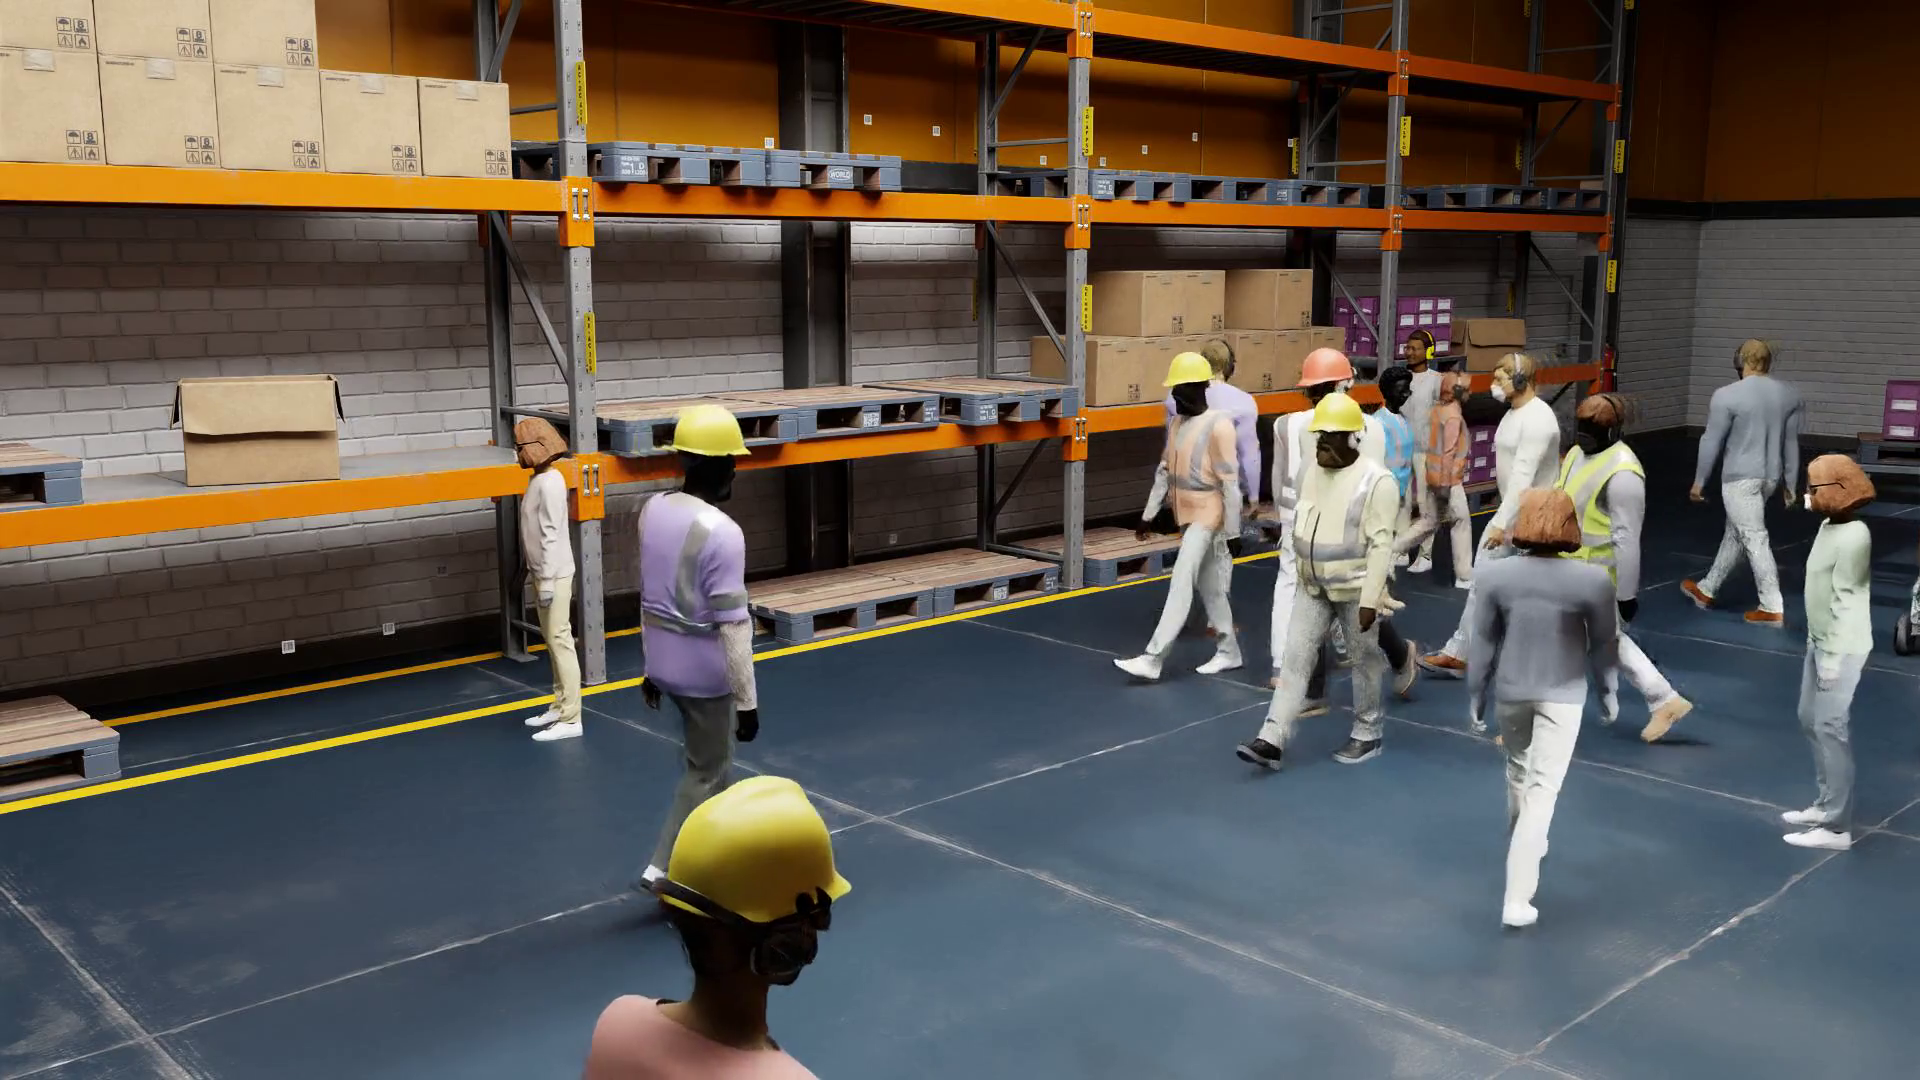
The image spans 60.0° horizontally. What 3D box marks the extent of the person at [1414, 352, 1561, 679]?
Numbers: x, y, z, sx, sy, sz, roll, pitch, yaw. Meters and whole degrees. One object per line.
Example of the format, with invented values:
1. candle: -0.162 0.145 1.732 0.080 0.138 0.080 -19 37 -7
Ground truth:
1. person: 3.056 -0.101 9.371 0.977 1.890 0.653 0 10 -2

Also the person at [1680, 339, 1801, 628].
1. person: 5.218 -0.393 11.123 0.641 1.876 0.990 -3 10 -20

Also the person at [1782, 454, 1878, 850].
1. person: 3.589 0.463 6.839 0.294 1.623 0.591 3 10 17

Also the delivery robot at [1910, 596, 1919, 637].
1. delivery robot: 6.068 0.391 10.118 0.477 0.478 0.707 9 13 44

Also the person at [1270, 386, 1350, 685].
1. person: 2.059 -0.109 9.582 0.595 1.828 0.995 7 12 37

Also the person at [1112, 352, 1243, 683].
1. person: 1.263 -0.123 9.522 0.939 1.879 0.602 -3 10 -19

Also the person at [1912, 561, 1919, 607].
1. person: 4.904 0.170 7.958 0.746 1.829 0.524 -9 13 -42

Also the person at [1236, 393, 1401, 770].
1. person: 1.699 0.218 7.775 0.890 1.788 0.626 -8 13 -40

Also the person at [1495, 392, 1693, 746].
1. person: 3.173 0.164 8.151 0.923 1.796 0.611 1 10 7

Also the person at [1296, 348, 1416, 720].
1. person: 2.057 -0.039 8.807 0.807 1.962 0.620 -7 12 -34

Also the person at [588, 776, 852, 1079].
1. person: -0.295 1.182 2.265 0.525 1.754 0.370 9 13 41

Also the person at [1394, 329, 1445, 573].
1. person: 3.504 -0.687 12.849 0.328 1.876 0.509 -6 12 -33

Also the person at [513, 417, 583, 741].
1. person: -2.094 0.192 8.426 0.271 1.627 0.496 -4 10 -22

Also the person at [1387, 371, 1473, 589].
1. person: 3.484 -0.438 12.182 0.762 1.614 0.526 1 10 7

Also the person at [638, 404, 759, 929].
1. person: -0.912 0.467 5.969 0.413 1.911 0.626 -7 12 -37

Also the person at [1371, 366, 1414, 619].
1. person: 2.894 -0.333 11.282 0.322 1.699 0.536 6 11 32

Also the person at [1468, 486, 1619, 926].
1. person: 2.171 0.590 6.217 0.502 1.587 0.869 7 12 36

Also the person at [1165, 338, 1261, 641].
1. person: 1.596 -0.310 10.499 0.648 1.924 0.468 8 12 38
